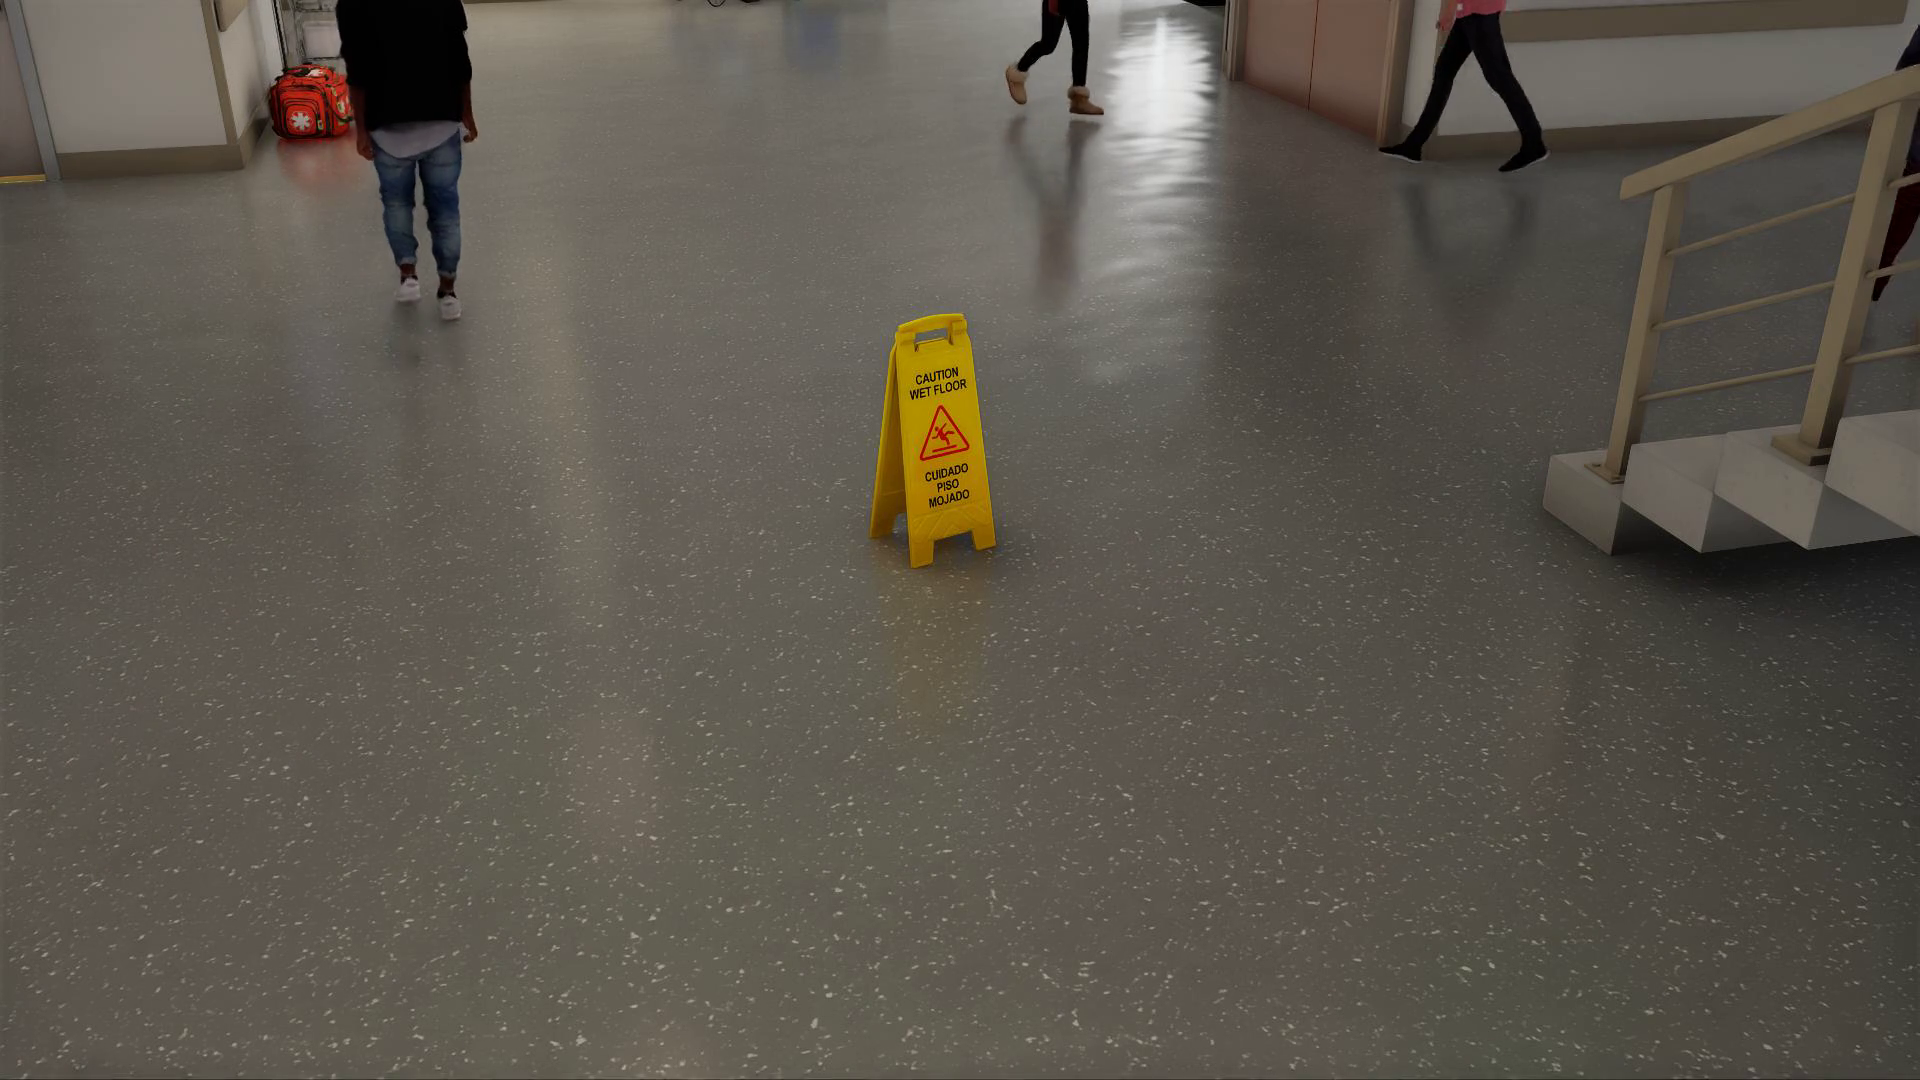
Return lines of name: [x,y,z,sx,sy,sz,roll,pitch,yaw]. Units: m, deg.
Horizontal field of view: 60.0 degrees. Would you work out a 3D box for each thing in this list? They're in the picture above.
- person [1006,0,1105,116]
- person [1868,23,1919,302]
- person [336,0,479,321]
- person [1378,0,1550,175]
person: [0.659,-3.804,11.596,0.900,1.633,1.122,-22,33,-38]
person: [4.530,-1.899,7.602,0.730,1.671,1.075,-9,27,-18]
person: [-2.413,-1.844,7.343,0.687,1.798,0.636,-7,27,-13]
person: [3.179,-3.117,9.856,1.310,1.907,1.293,11,28,21]
